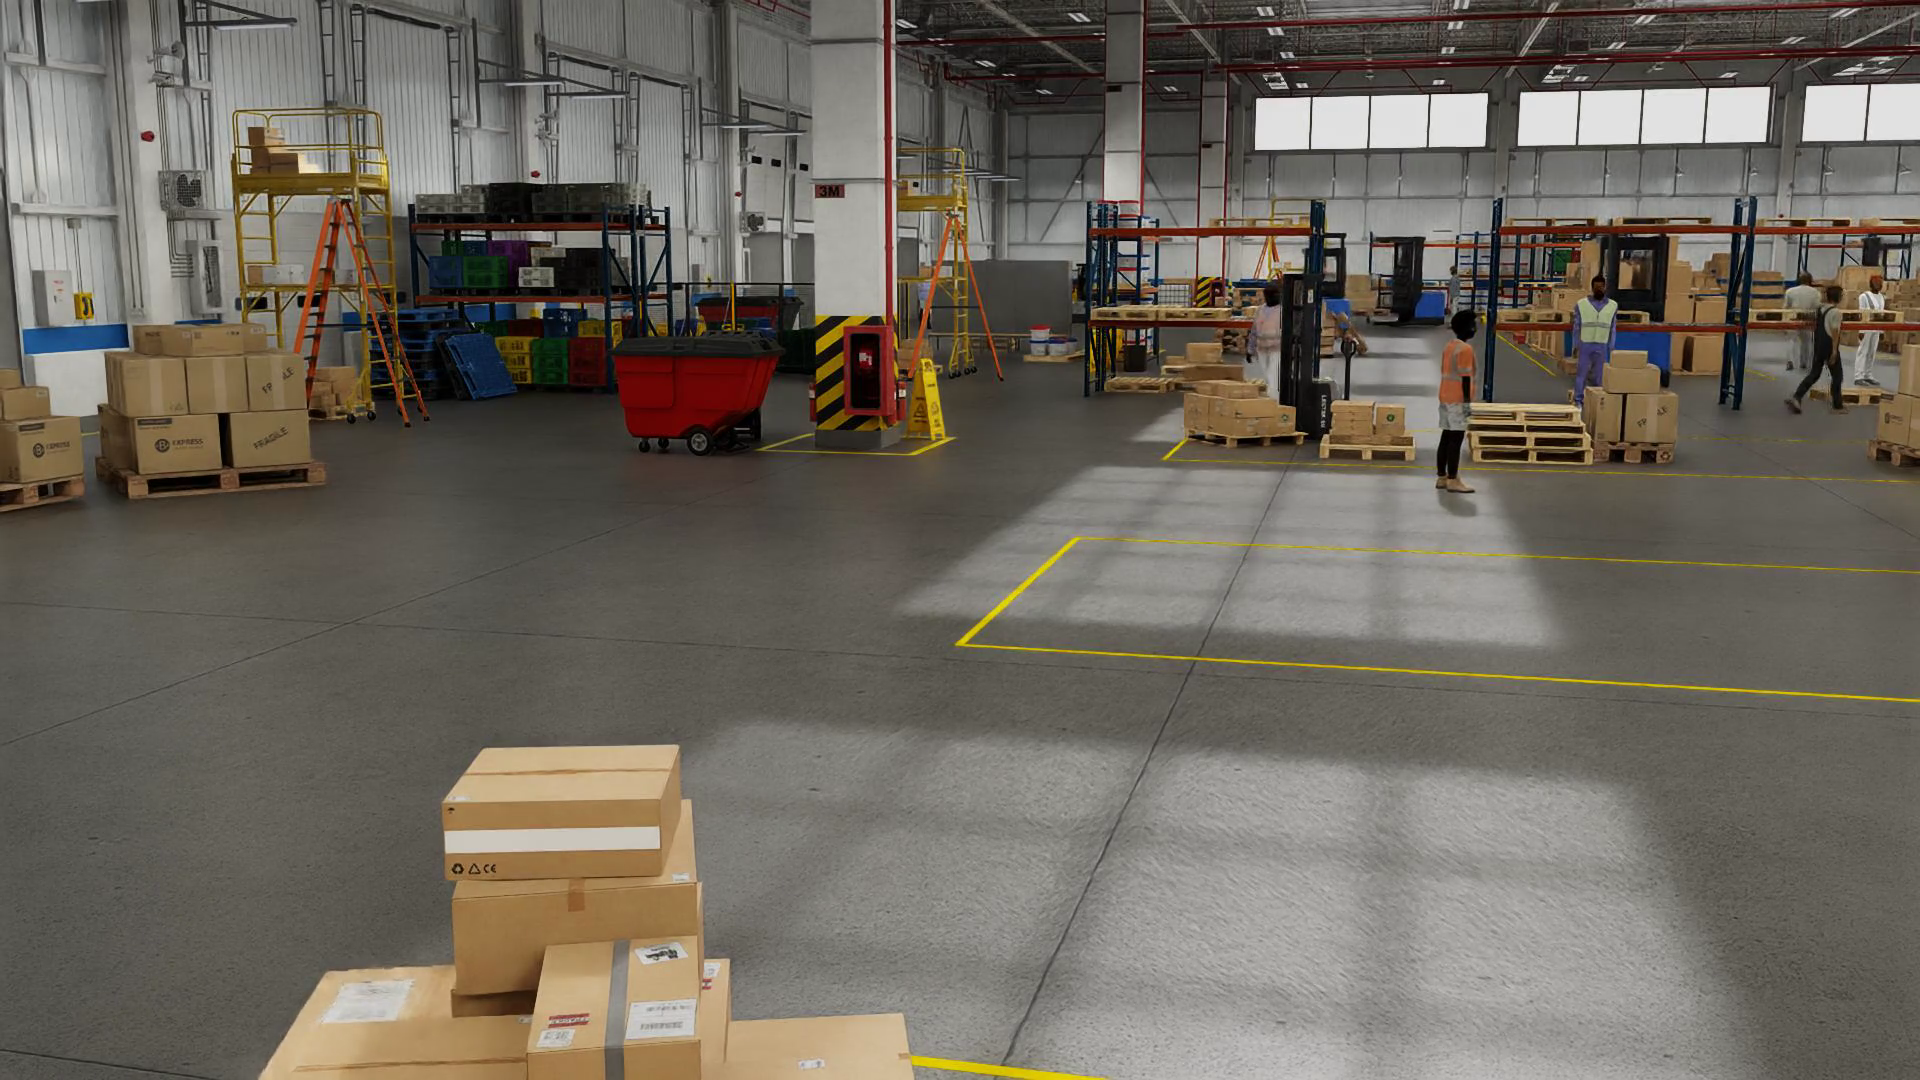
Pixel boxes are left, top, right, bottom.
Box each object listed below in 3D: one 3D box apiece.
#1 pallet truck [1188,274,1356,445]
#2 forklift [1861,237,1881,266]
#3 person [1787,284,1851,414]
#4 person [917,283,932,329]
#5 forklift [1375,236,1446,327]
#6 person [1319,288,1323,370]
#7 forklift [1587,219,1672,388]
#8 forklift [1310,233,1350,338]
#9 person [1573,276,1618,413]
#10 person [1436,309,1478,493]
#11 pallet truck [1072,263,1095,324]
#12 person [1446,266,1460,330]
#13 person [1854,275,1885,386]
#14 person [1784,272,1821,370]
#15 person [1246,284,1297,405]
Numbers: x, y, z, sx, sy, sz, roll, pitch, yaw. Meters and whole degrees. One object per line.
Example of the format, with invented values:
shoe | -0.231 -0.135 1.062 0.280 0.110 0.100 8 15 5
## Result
pallet truck | 3.653 -2.138 19.590 1.885 1.965 0.823 -4 10 -20
forklift | 29.921 -8.564 54.826 1.873 2.768 1.129 2 10 14
person | 11.991 -2.638 23.094 0.868 1.816 0.514 -2 10 -14
person | -1.045 -7.371 50.606 0.544 1.930 0.389 -4 11 -24
forklift | 14.140 -8.083 51.994 1.873 2.768 1.129 -2 10 -12
person | 6.826 -4.125 32.060 0.486 1.737 0.322 -9 13 -41
forklift | 11.336 -4.005 27.986 1.129 2.768 1.873 2 10 14
forklift | 9.769 -6.782 44.336 1.129 2.768 1.873 1 10 5
person | 8.904 -2.738 23.357 0.590 1.919 0.392 1 10 7
person | 4.629 -1.292 15.480 0.321 1.699 0.537 -1 10 -3
pallet truck | 4.325 -8.180 55.162 0.823 1.965 1.885 6 11 31
person | 14.986 -7.350 50.471 0.357 1.931 0.628 5 11 26
person | 15.511 -3.561 28.308 0.573 1.883 0.356 -5 11 -26
person | 16.366 -4.258 32.380 0.639 1.903 0.971 5 11 28
person | 4.135 -2.531 22.429 0.663 1.812 0.804 9 13 43
